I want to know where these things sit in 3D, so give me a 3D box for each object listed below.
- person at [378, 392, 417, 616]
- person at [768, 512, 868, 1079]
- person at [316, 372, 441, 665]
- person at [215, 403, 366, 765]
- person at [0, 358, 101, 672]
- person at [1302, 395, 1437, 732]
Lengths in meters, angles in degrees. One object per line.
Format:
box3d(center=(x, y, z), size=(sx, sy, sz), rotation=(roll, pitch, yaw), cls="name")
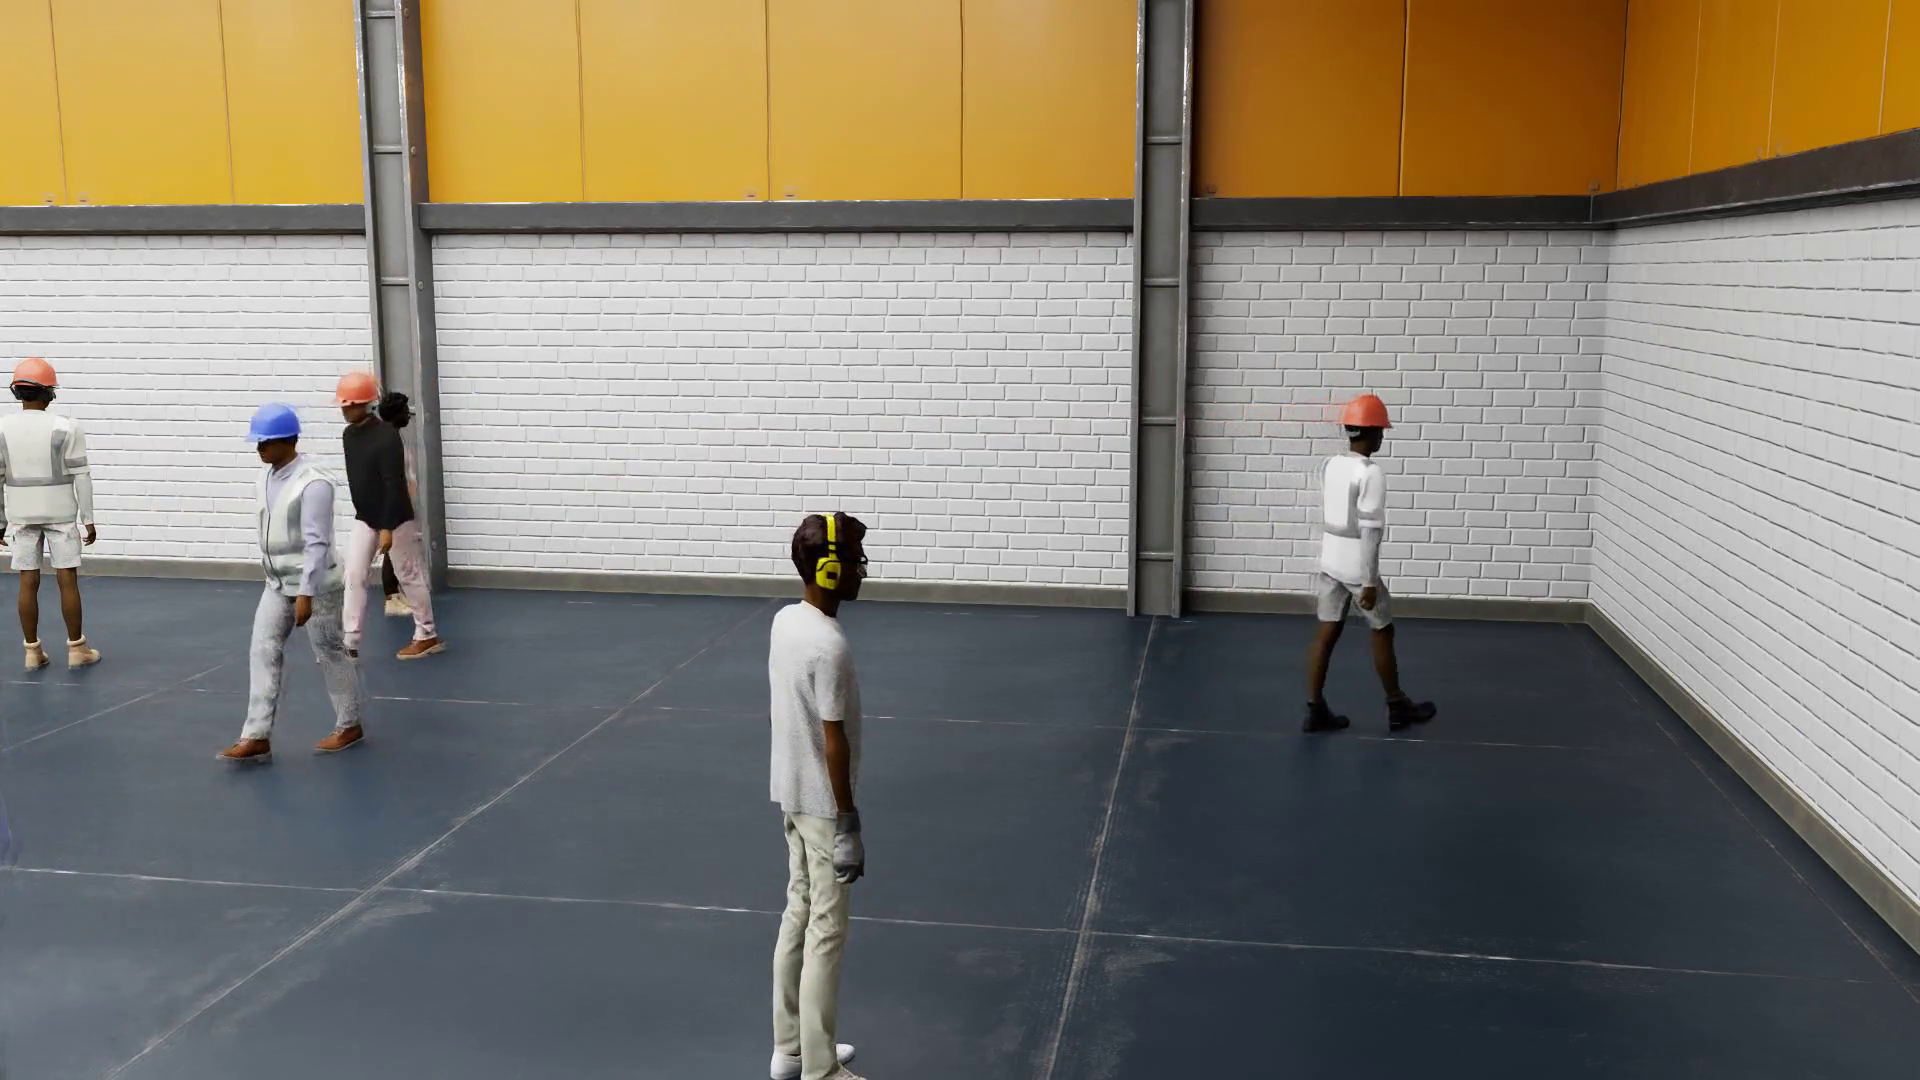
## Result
box3d(center=(-4.277, -0.272, 12.606), size=(0.320, 1.694, 0.532), rotation=(-2, 10, -15), cls="person")
box3d(center=(-0.434, 0.838, 5.220), size=(0.309, 1.864, 0.535), rotation=(-4, 10, -25), cls="person")
box3d(center=(-3.849, -0.127, 10.906), size=(0.624, 1.939, 0.944), rotation=(6, 11, 33), cls="person")
box3d(center=(-3.555, 0.243, 8.725), size=(0.639, 1.905, 0.898), rotation=(6, 11, 34), cls="person")
box3d(center=(-5.963, -0.162, 10.838), size=(0.616, 2.041, 0.381), rotation=(-2, 9, -11), cls="person")
box3d(center=(2.328, 0.145, 9.368), size=(0.842, 1.905, 0.577), rotation=(-4, 10, -21), cls="person")
